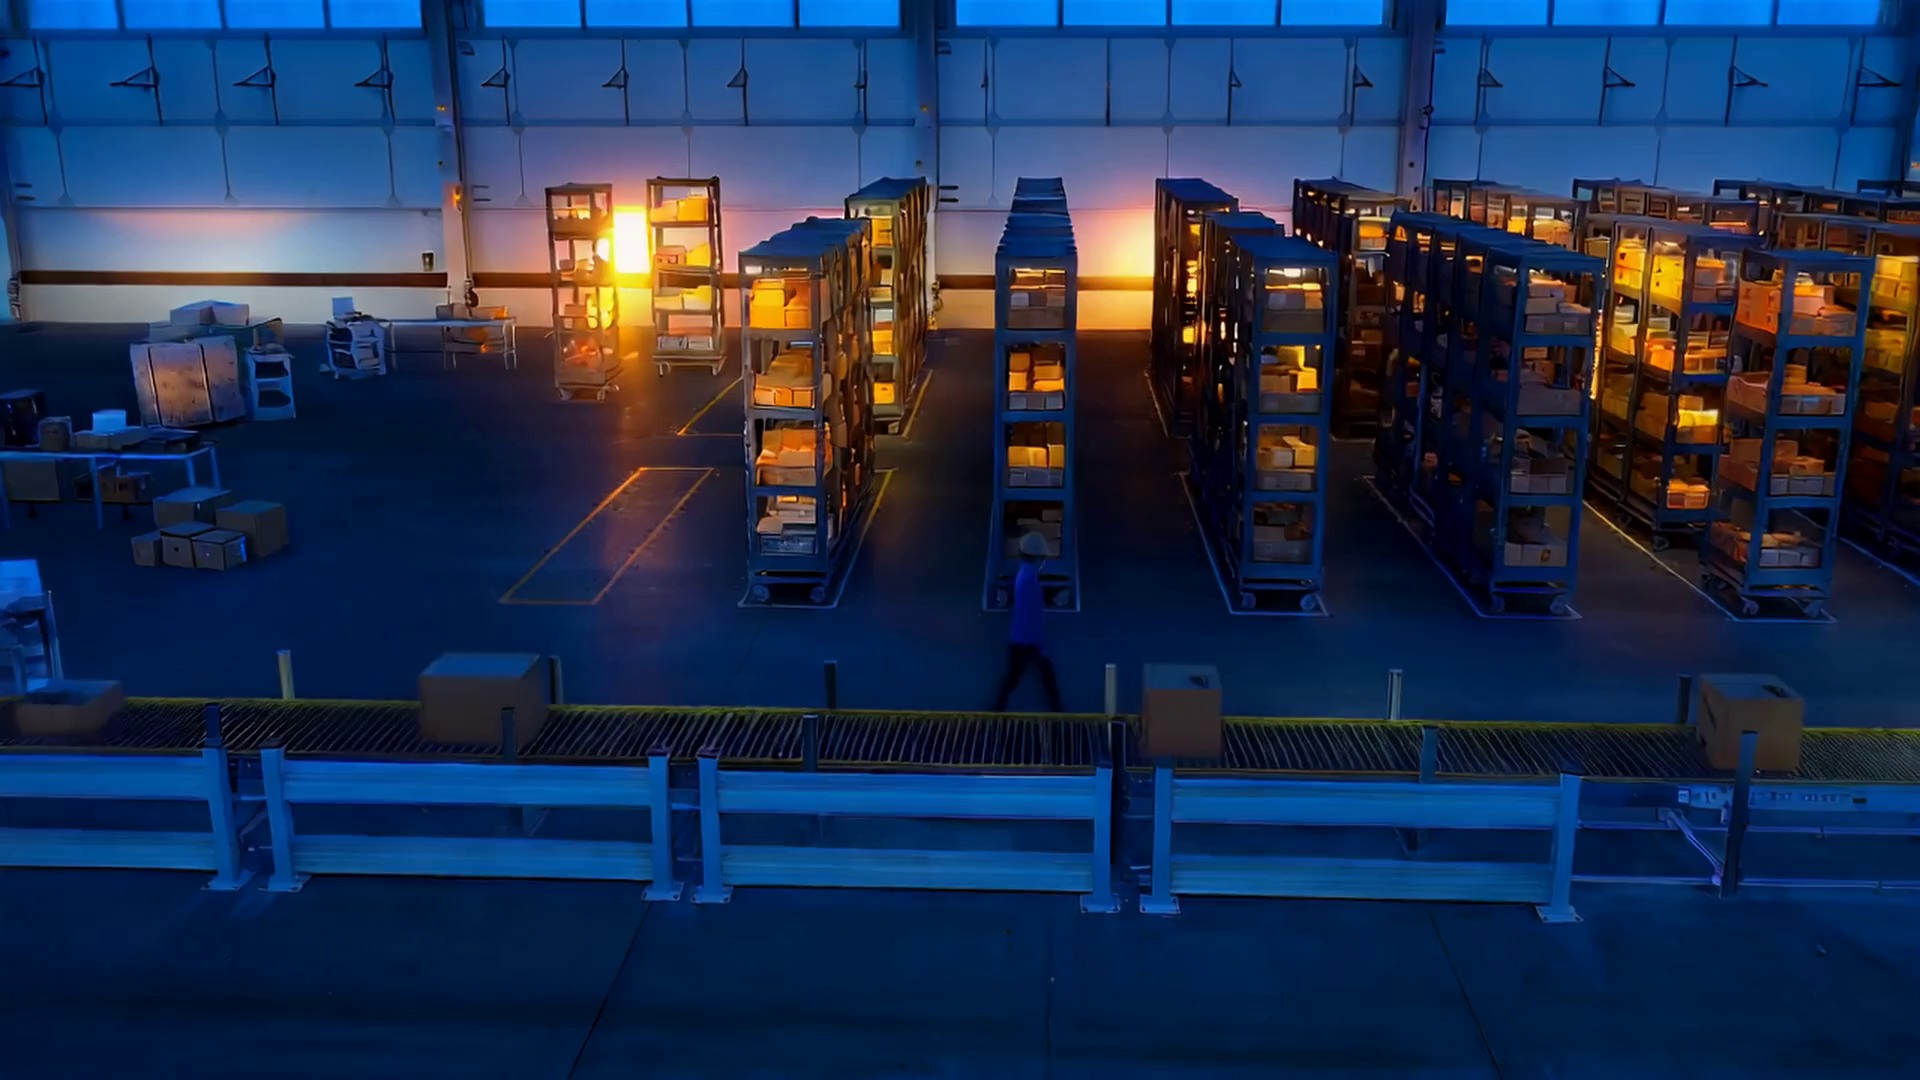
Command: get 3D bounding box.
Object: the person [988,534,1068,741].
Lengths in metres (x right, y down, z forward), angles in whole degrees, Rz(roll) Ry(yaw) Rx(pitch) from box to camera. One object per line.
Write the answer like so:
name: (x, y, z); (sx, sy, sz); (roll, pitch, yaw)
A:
person: (0.617, 0.797, 13.329); (0.901, 1.722, 0.526); (2, 15, 8)

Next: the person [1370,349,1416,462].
person: (6.285, -2.045, 23.458); (1.044, 1.939, 0.636); (-3, 15, -10)
